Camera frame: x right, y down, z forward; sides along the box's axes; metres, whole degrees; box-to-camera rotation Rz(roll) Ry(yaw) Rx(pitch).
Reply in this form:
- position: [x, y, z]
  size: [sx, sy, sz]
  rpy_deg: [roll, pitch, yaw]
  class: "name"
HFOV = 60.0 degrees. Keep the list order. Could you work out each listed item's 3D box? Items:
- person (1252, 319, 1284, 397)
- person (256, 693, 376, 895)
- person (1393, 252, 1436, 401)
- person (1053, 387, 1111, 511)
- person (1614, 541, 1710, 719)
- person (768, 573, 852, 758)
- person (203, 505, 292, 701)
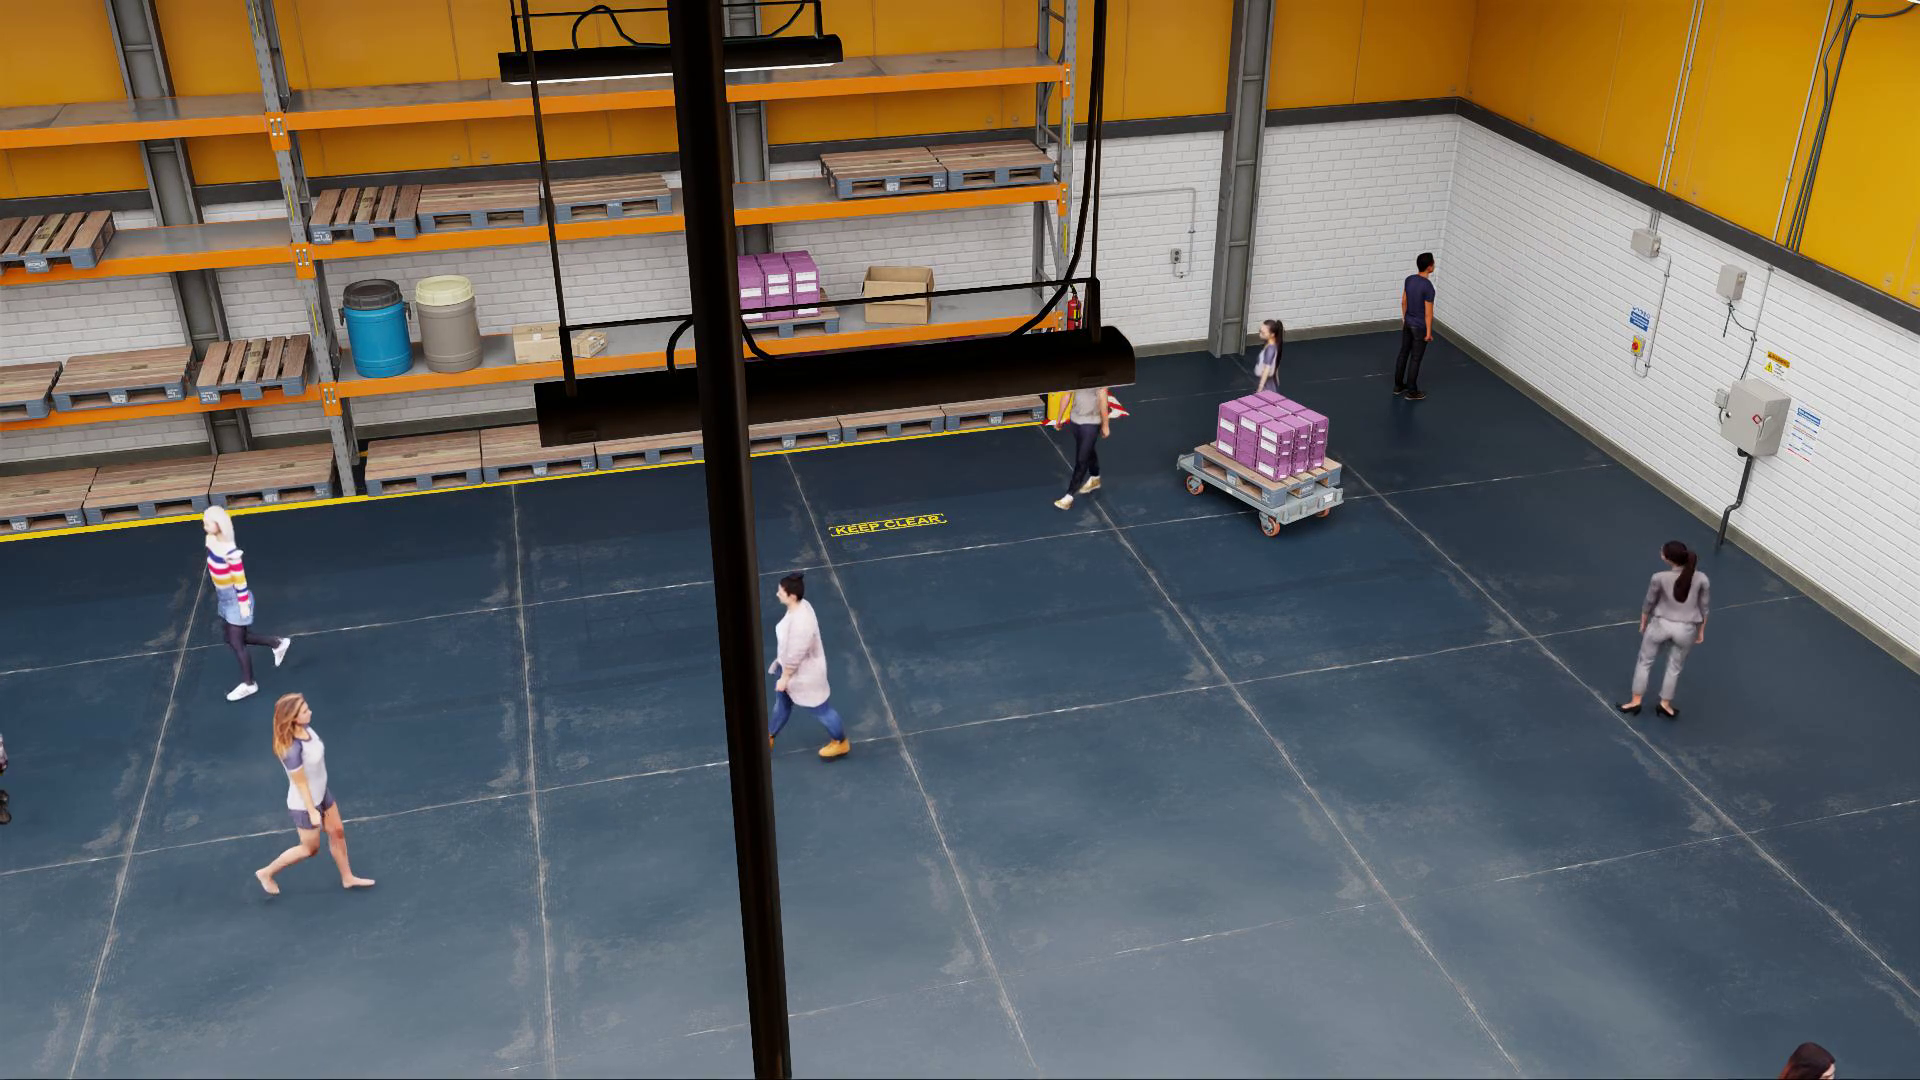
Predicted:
- position: [3.463, -1.635, 18.315]
  size: [1.115, 1.601, 0.941]
  rpy_deg: [9, 30, 17]
  class: "person"
- position: [-4.707, 1.854, 11.806]
  size: [1.061, 1.710, 0.734]
  rpy_deg: [-2, 29, -4]
  class: "person"
- position: [5.428, -2.563, 19.815]
  size: [0.608, 1.794, 0.693]
  rpy_deg: [-14, 32, -25]
  class: "person"
- position: [1.365, -1.266, 17.381]
  size: [1.103, 1.848, 1.277]
  rpy_deg: [23, 36, 35]
  class: "person"
- position: [5.954, 0.776, 13.840]
  size: [0.773, 1.654, 0.871]
  rpy_deg: [20, 34, 32]
  class: "person"
- position: [-1.167, 1.045, 13.310]
  size: [1.108, 1.691, 0.716]
  rpy_deg: [-6, 29, -10]
  class: "person"
- position: [-6.123, 0.493, 14.211]
  size: [0.932, 1.796, 1.041]
  rpy_deg: [22, 36, 35]
  class: "person"
